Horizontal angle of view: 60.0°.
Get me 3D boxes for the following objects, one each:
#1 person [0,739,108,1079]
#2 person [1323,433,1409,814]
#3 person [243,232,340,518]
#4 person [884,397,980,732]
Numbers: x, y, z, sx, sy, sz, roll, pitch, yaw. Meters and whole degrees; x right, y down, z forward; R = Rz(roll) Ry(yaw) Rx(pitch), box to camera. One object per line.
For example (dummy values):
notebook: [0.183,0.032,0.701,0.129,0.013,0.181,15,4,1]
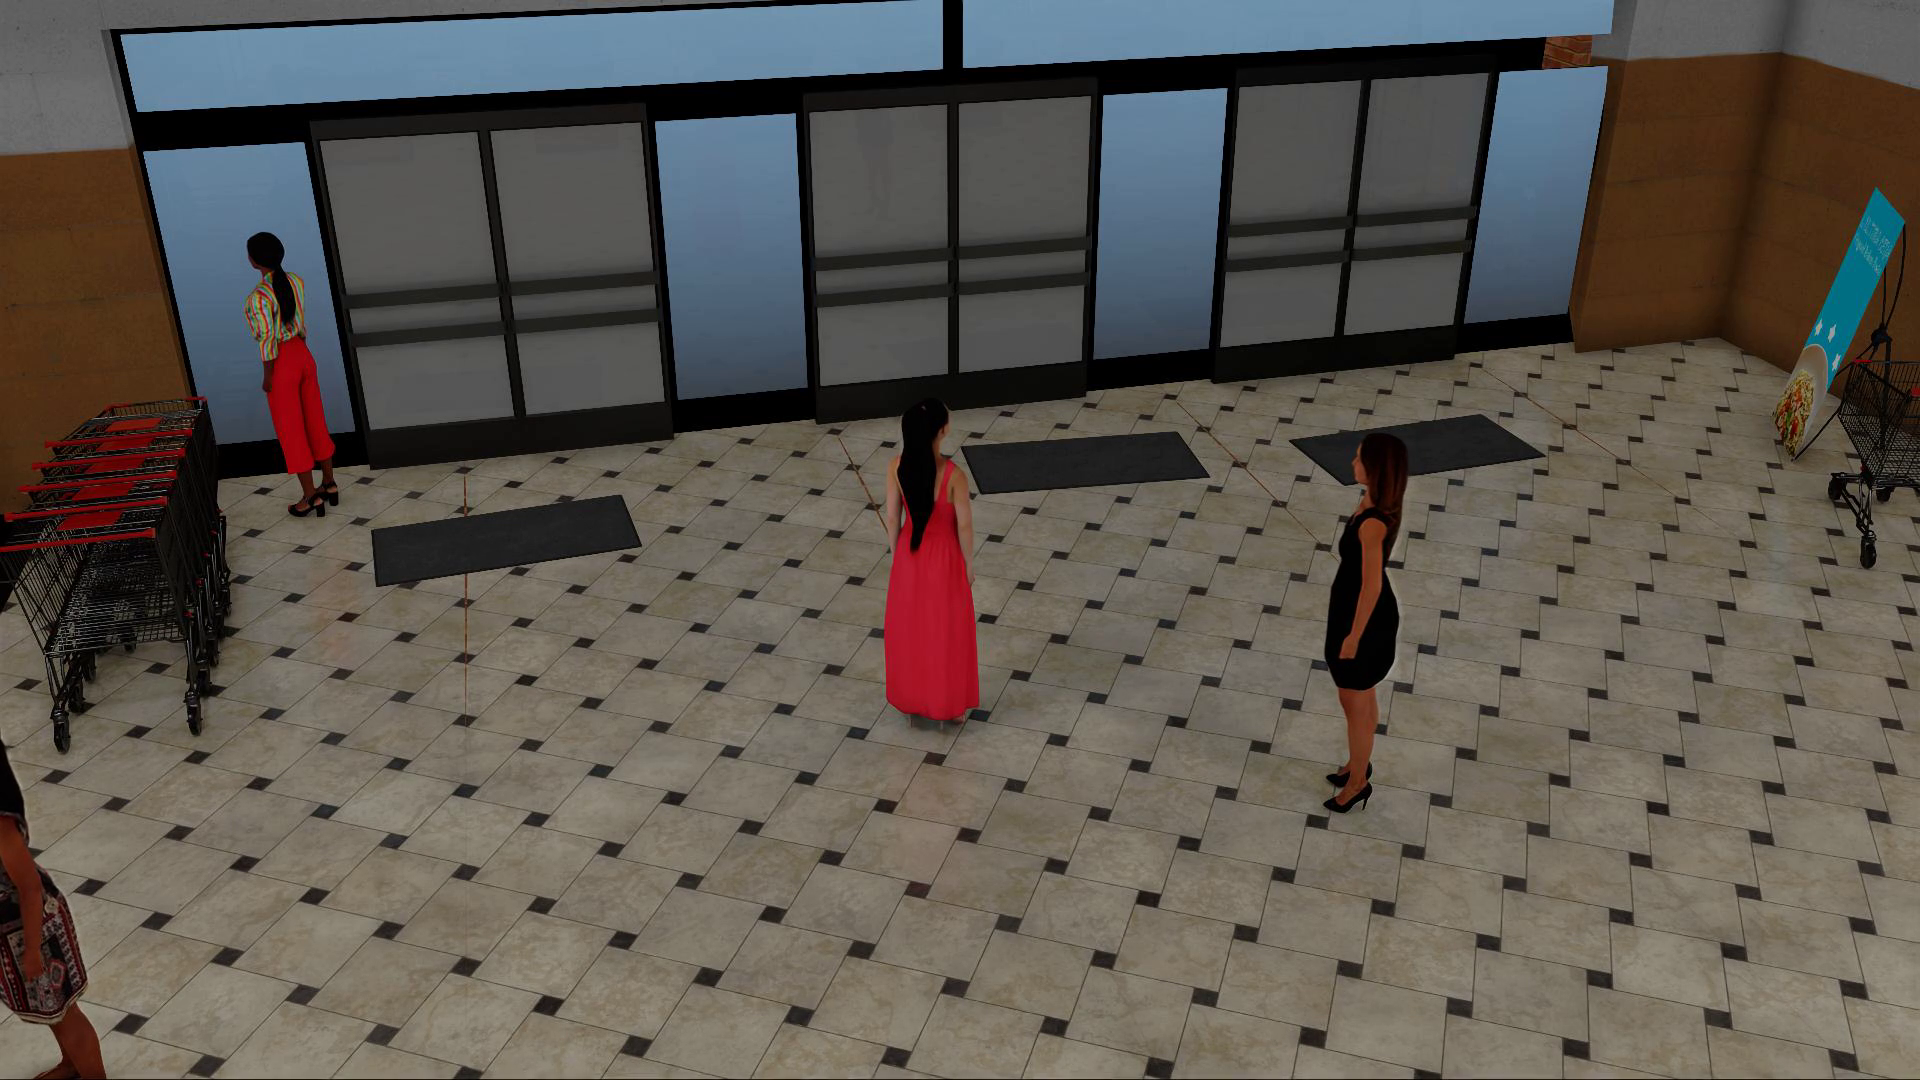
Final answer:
person: [-3.222,1.307,5.711,0.784,1.645,0.642,-23,35,-38]
person: [1.769,0.387,7.315,0.725,1.834,0.630,8,28,16]
person: [-4.065,-0.997,10.090,0.735,1.794,0.631,8,28,15]
person: [-0.147,0.131,7.942,0.716,1.725,0.750,10,28,18]
